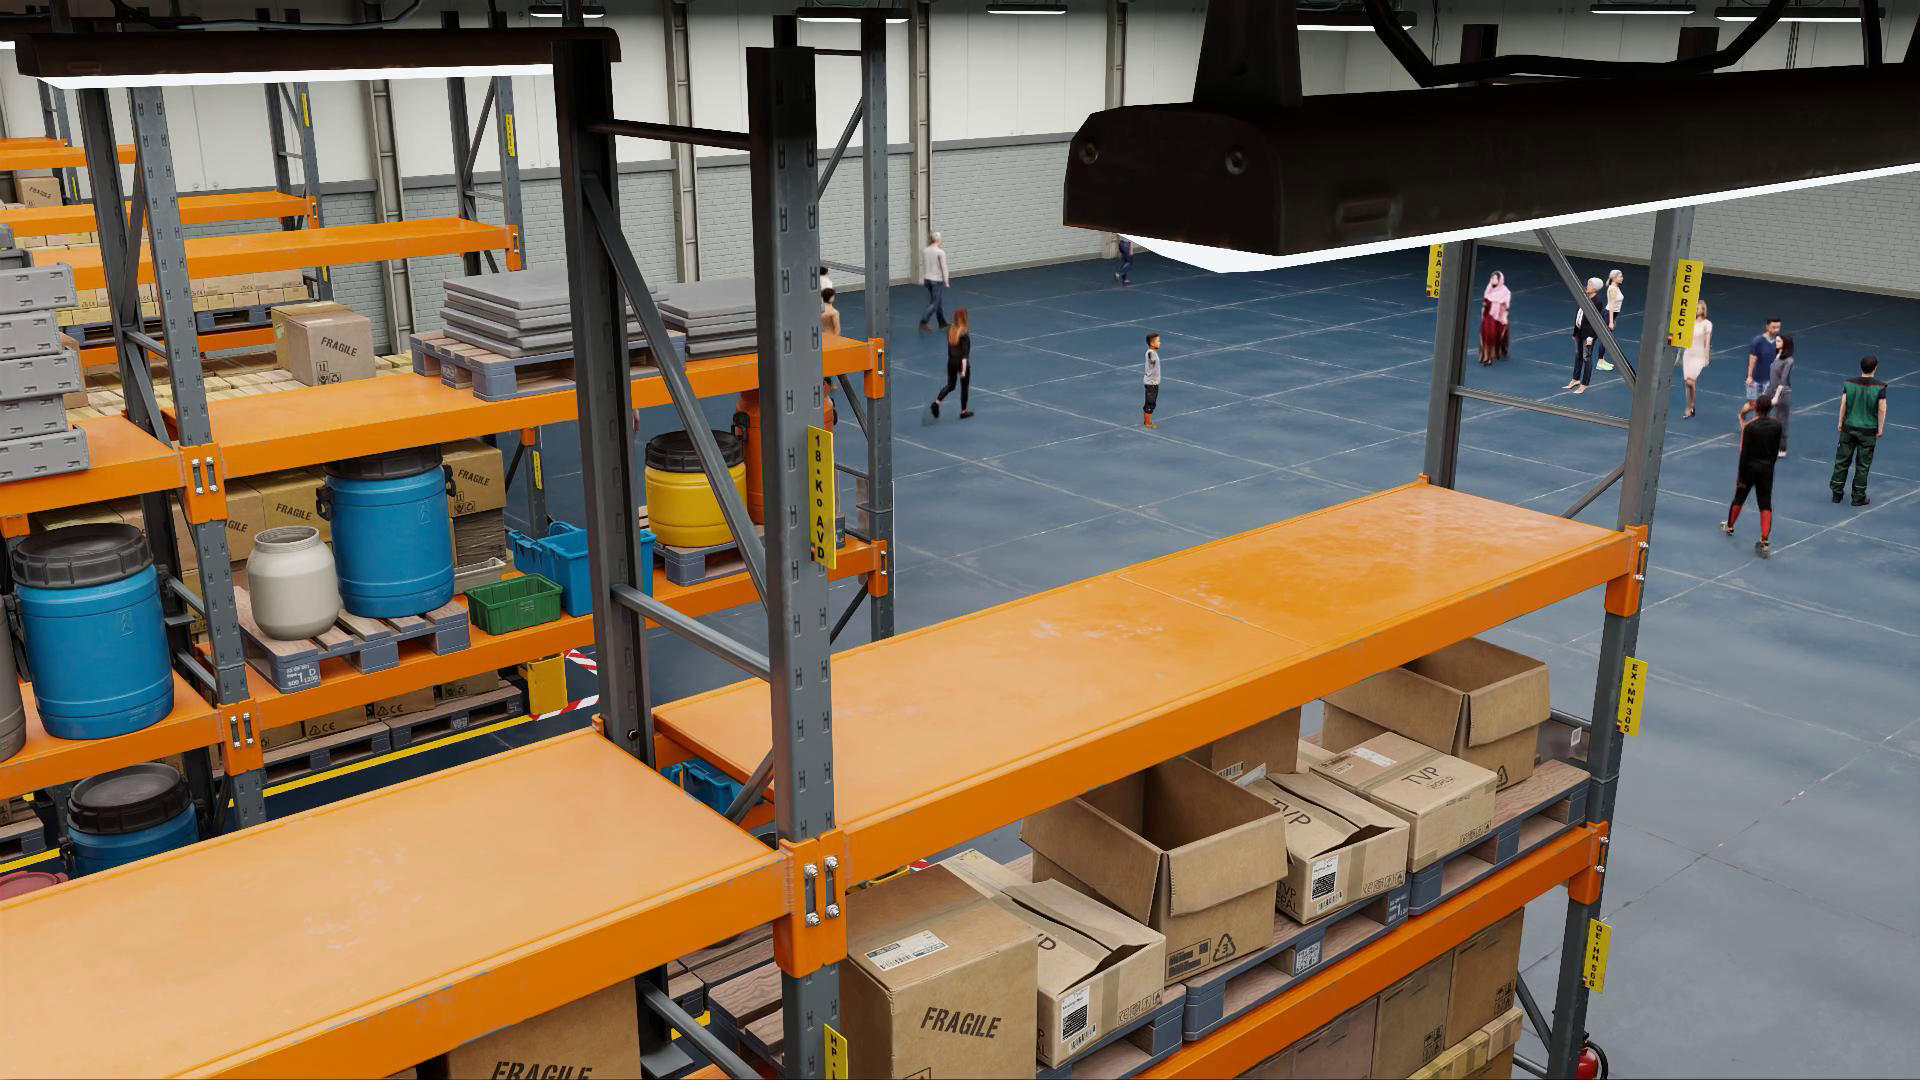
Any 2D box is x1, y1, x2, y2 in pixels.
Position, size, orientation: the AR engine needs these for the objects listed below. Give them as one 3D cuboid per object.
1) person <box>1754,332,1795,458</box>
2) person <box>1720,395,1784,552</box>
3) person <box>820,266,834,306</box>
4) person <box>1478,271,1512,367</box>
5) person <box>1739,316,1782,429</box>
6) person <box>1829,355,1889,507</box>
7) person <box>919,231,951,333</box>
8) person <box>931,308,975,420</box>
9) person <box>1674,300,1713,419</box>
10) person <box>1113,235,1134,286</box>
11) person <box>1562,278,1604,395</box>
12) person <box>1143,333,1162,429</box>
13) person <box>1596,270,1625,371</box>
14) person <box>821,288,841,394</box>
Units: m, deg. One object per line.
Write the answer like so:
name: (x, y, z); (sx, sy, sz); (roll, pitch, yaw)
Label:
person: (11.405, -1.993, 22.973); (0.837, 1.747, 0.778); (0, 18, -1)
person: (9.197, -0.734, 19.084); (1.177, 1.761, 1.230); (1, 18, 4)
person: (-2.508, -4.224, 30.108); (0.724, 1.572, 0.901); (13, 22, 34)
person: (9.305, -3.848, 28.869); (0.836, 1.623, 0.971); (10, 20, 27)
person: (11.505, -2.336, 23.921); (0.924, 1.813, 0.988); (0, 18, 0)
person: (11.286, -1.389, 20.868); (0.690, 1.901, 0.606); (16, 24, 40)
person: (-0.525, -4.878, 31.633); (1.187, 1.871, 0.782); (-16, 24, -39)
person: (-0.107, -2.617, 24.975); (1.016, 1.693, 0.650); (-17, 24, -41)
person: (11.132, -2.719, 25.092); (0.668, 1.815, 0.647); (-12, 22, -32)
person: (3.609, -6.457, 36.745); (0.874, 1.707, 0.625); (-12, 22, -33)
person: (9.453, -3.129, 25.222); (0.750, 1.783, 0.822); (-3, 18, -10)
person: (2.857, -2.421, 24.759); (0.696, 1.456, 0.646); (1, 18, 2)
person: (11.159, -3.800, 28.596); (0.736, 1.702, 0.605); (9, 20, 26)
person: (-2.172, -3.164, 26.629); (0.823, 1.710, 0.993); (11, 21, 31)
